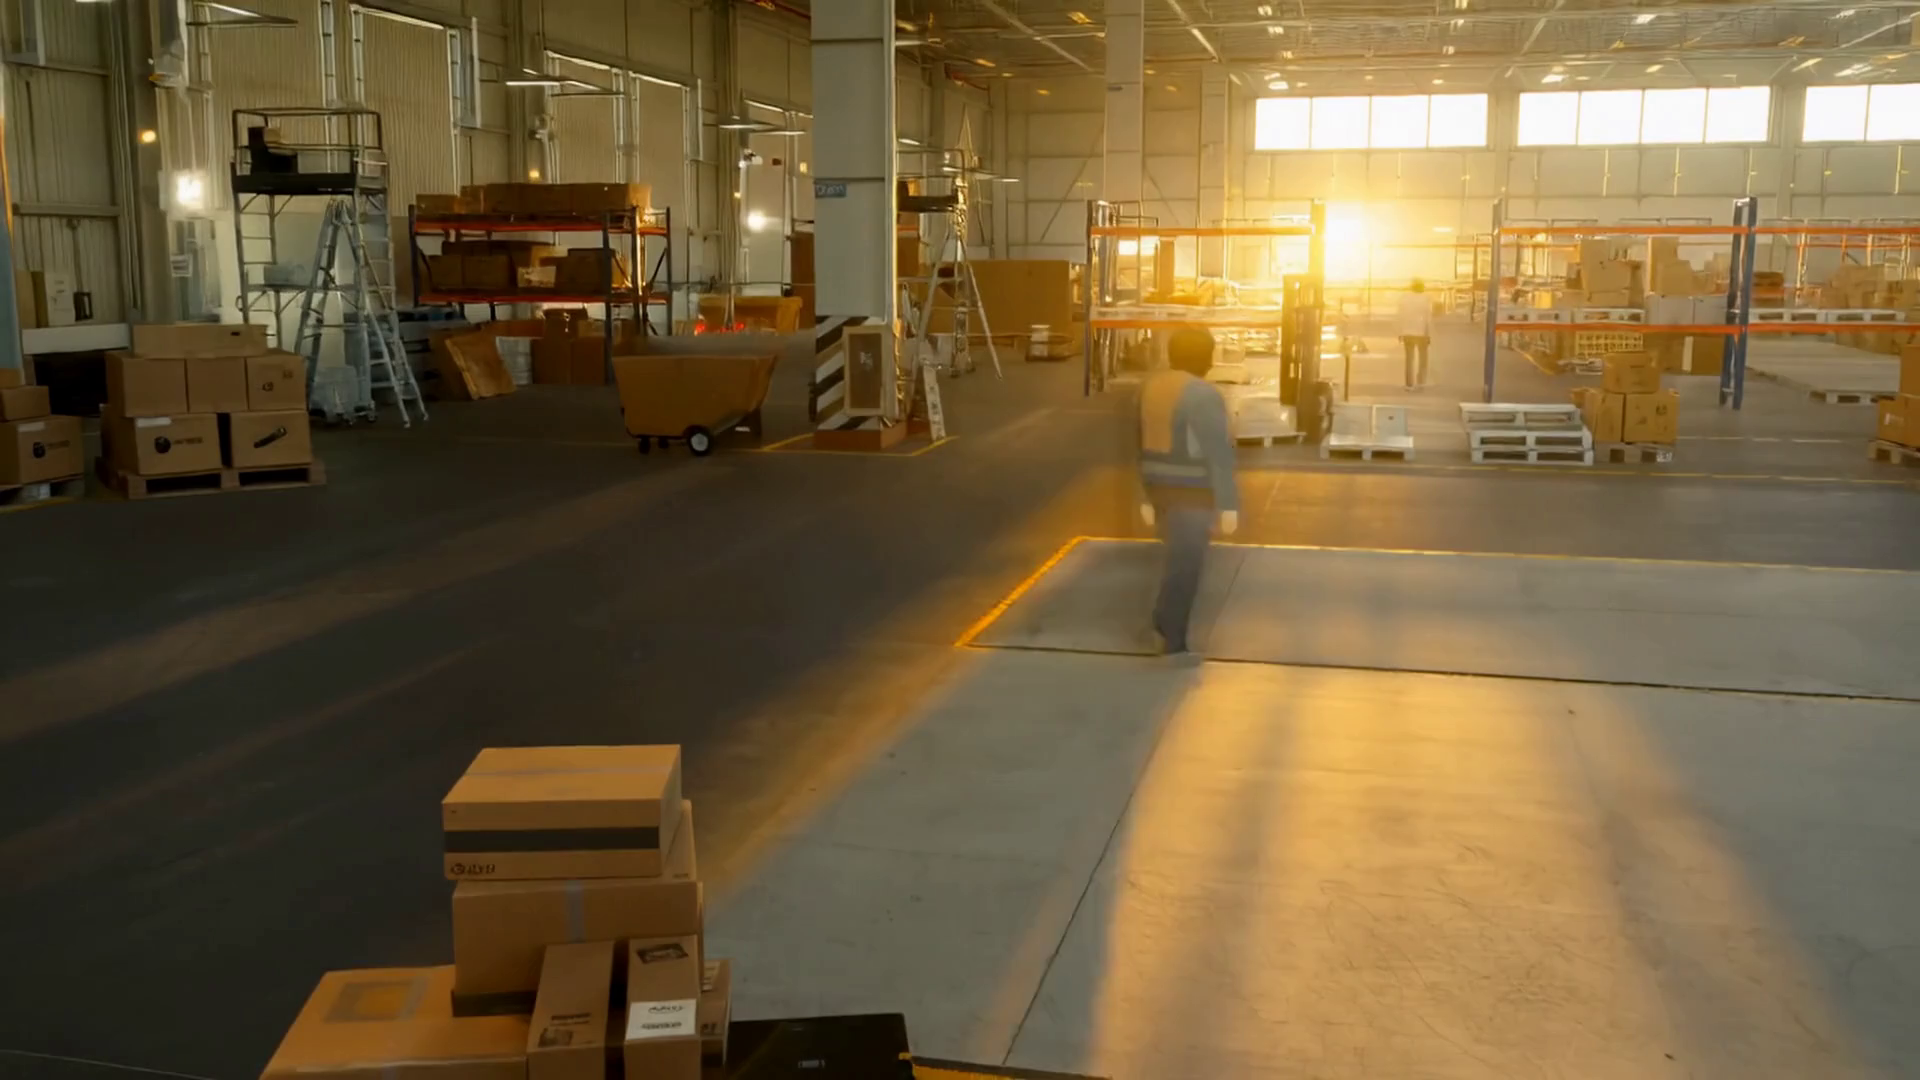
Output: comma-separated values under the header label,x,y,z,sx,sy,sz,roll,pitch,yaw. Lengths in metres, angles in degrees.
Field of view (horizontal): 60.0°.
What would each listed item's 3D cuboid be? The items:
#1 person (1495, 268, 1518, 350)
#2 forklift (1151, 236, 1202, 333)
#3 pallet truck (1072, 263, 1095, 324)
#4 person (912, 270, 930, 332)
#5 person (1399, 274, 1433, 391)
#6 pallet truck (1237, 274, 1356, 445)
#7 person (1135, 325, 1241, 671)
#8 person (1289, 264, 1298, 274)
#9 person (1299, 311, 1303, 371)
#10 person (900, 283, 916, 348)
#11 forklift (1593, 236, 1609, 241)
label,x,y,z,sx,sy,sz,roll,pitch,yaw
person,12.842,-5.417,39.066,0.543,1.939,0.361,-1,10,-5
forklift,5.866,-7.214,46.878,1.873,2.768,1.129,2,10,14
pallet truck,4.325,-8.180,55.162,0.823,1.965,1.885,6,11,31
person,-1.154,-7.045,48.932,0.556,1.866,1.028,-1,10,-6
person,7.462,-3.378,27.175,0.588,1.906,0.653,6,12,33
pallet truck,3.653,-2.138,19.590,1.885,1.965,0.823,-4,10,-20
person,1.207,-0.209,8.763,0.470,1.827,0.632,-5,11,-26
person,12.664,-9.525,63.262,0.375,1.936,0.628,3,10,18
person,6.719,-4.113,31.985,0.485,1.738,0.319,-8,13,-40
person,-1.232,-5.073,37.814,0.528,1.670,0.677,-2,10,-11
forklift,19.895,-8.030,51.686,1.873,2.768,1.129,6,11,31
